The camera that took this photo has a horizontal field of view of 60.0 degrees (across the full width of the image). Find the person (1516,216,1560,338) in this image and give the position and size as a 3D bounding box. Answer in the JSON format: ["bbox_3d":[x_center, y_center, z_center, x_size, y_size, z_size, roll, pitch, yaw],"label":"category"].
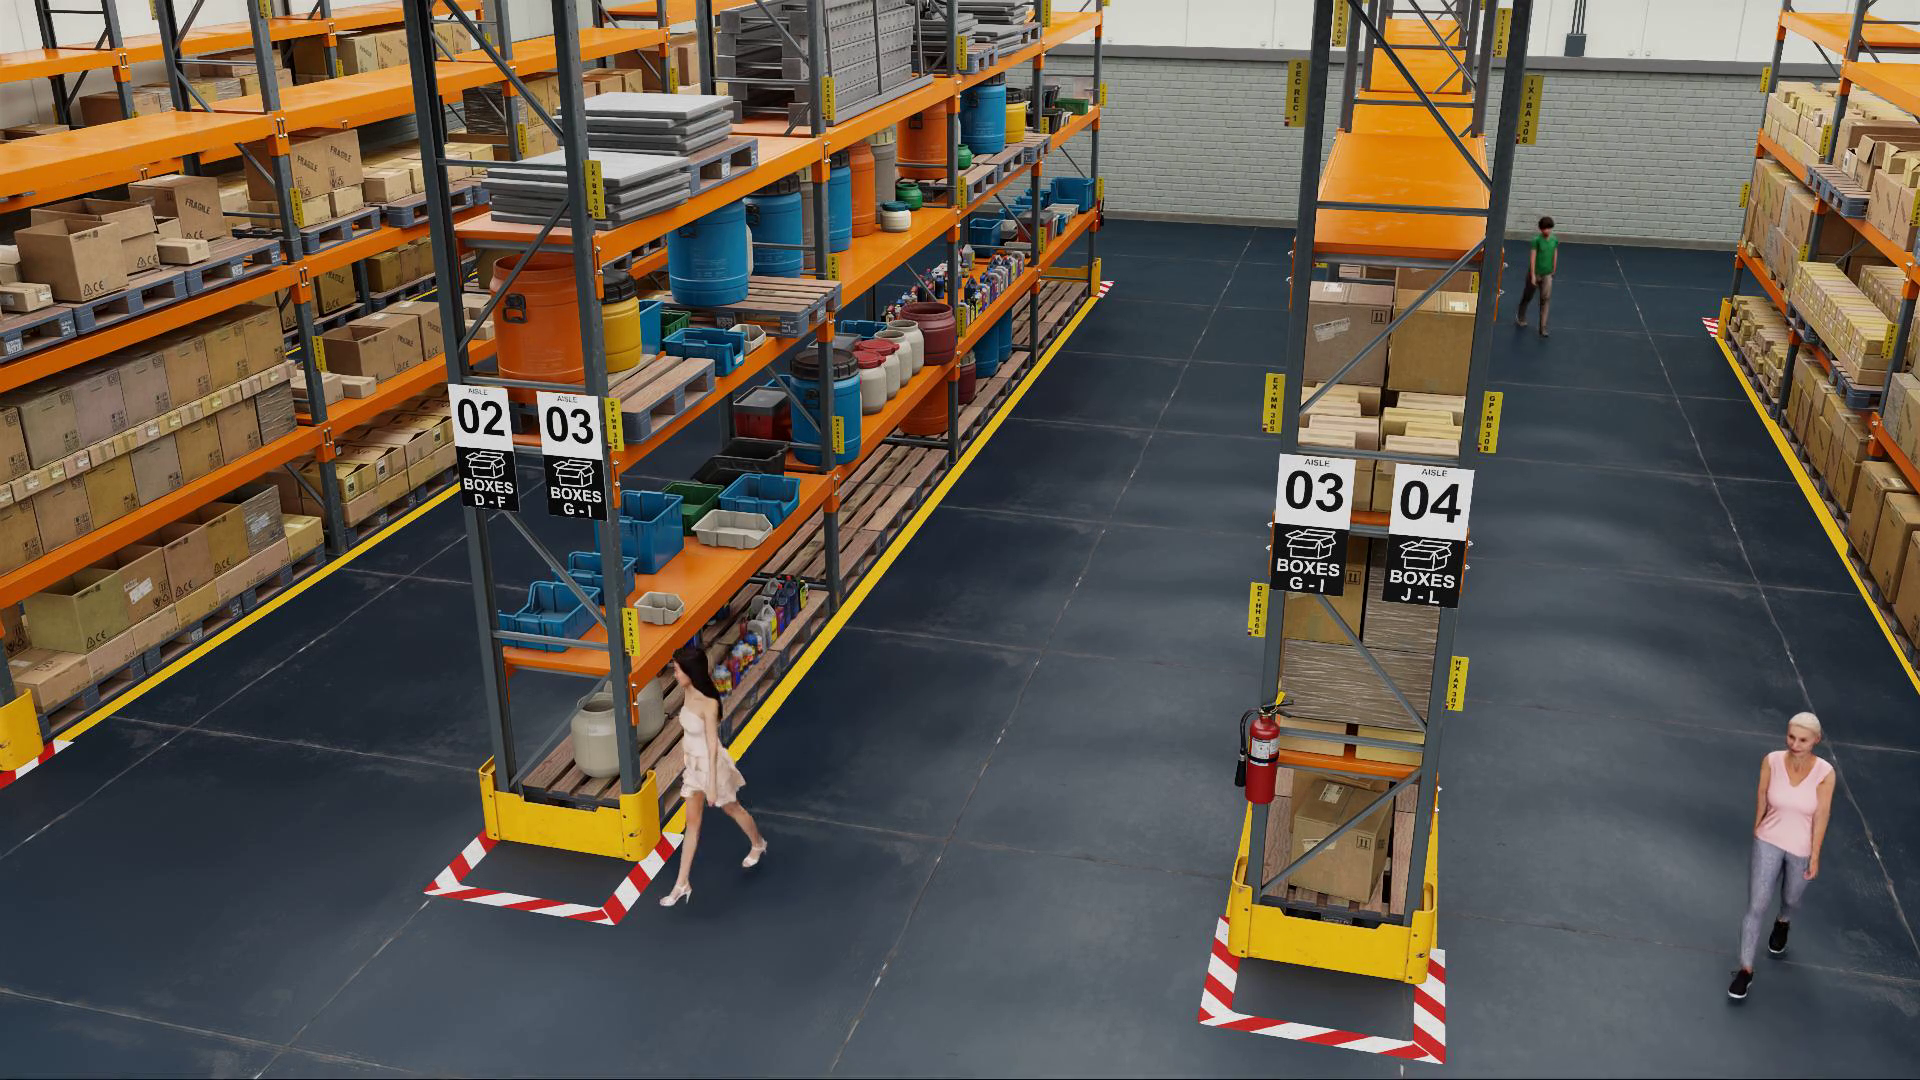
[{"bbox_3d":[7.945,-3.657,22.949,0.824,1.610,1.229,-2,22,-4],"label":"person"}]

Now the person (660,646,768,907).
[{"bbox_3d":[-1.479,1.447,10.379,1.134,1.678,1.008,-16,27,-35],"label":"person"}]

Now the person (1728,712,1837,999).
[{"bbox_3d":[4.801,1.749,9.614,0.795,1.699,1.166,14,26,31],"label":"person"}]
